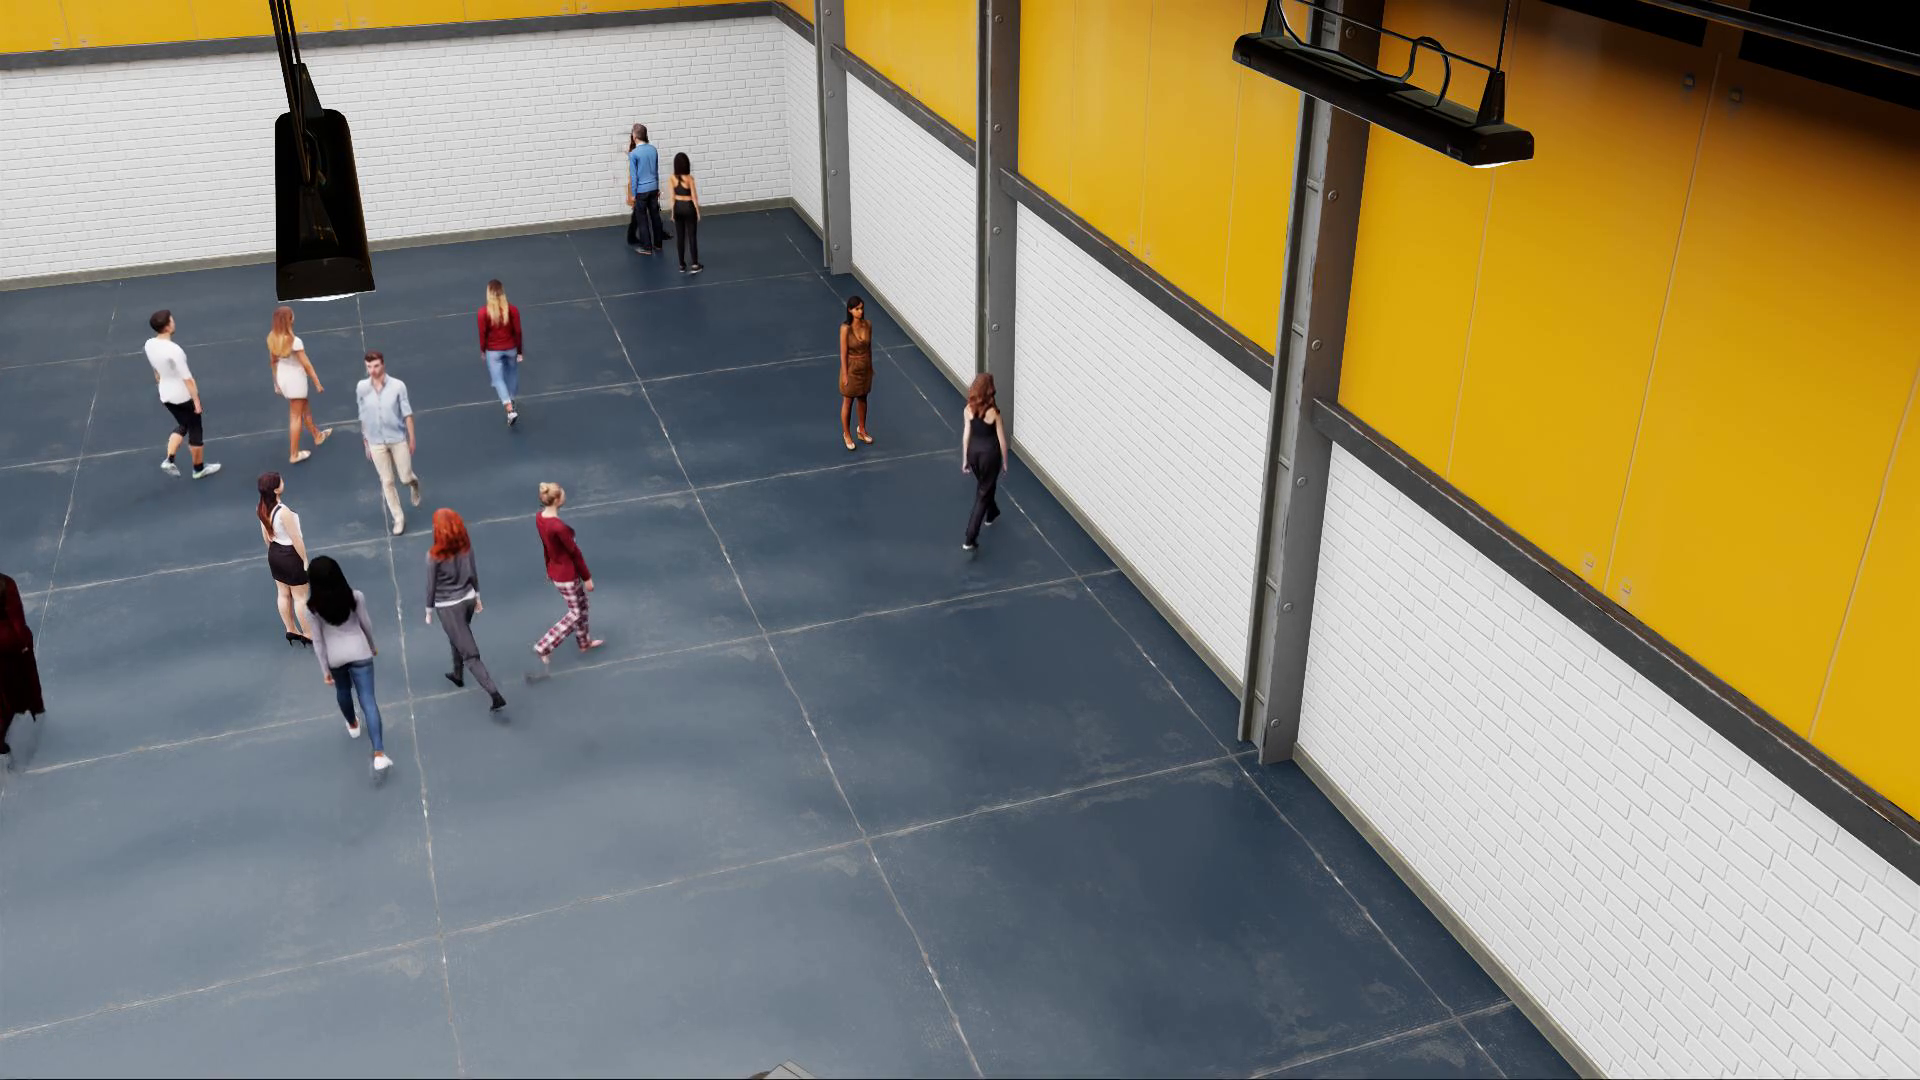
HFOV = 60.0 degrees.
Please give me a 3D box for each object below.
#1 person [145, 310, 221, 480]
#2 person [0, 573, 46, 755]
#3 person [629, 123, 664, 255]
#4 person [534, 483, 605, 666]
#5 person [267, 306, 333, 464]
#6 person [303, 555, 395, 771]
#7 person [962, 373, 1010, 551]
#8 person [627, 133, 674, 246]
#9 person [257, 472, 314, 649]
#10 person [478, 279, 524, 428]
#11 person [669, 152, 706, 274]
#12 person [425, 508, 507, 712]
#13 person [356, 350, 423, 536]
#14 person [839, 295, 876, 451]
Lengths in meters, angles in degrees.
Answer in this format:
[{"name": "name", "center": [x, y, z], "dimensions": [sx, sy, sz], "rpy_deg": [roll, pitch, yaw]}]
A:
[{"name": "person", "center": [-7.991, -1.426, 16.846], "dimensions": [0.941, 1.835, 0.997], "rpy_deg": [14, 32, 24]}, {"name": "person", "center": [-7.435, 0.847, 12.791], "dimensions": [0.669, 1.728, 1.030], "rpy_deg": [-9, 30, -17]}, {"name": "person", "center": [-4.409, -4.931, 23.289], "dimensions": [0.753, 1.819, 0.748], "rpy_deg": [21, 35, 33]}, {"name": "person", "center": [-3.333, 0.308, 13.826], "dimensions": [0.879, 1.684, 0.939], "rpy_deg": [-24, 37, -37]}, {"name": "person", "center": [-7.004, -1.583, 17.309], "dimensions": [0.949, 1.668, 1.006], "rpy_deg": [13, 31, 22]}, {"name": "person", "center": [-4.621, 0.960, 12.620], "dimensions": [0.612, 1.694, 1.166], "rpy_deg": [-9, 30, -16]}, {"name": "person", "center": [0.195, -0.701, 15.660], "dimensions": [1.133, 1.699, 1.160], "rpy_deg": [14, 32, 24]}, {"name": "person", "center": [-4.557, -4.970, 23.505], "dimensions": [0.854, 1.681, 0.879], "rpy_deg": [-11, 30, -19]}, {"name": "person", "center": [-5.714, 0.169, 14.118], "dimensions": [0.626, 1.649, 0.690], "rpy_deg": [13, 31, 23]}, {"name": "person", "center": [-4.997, -2.033, 18.195], "dimensions": [0.716, 1.610, 1.081], "rpy_deg": [-15, 32, -26]}, {"name": "person", "center": [-3.743, -4.455, 22.601], "dimensions": [0.628, 1.643, 0.637], "rpy_deg": [4, 29, 8]}, {"name": "person", "center": [-3.956, 0.593, 13.247], "dimensions": [1.207, 1.738, 0.996], "rpy_deg": [20, 34, 32]}, {"name": "person", "center": [-5.498, -0.990, 16.049], "dimensions": [0.775, 1.834, 0.945], "rpy_deg": [-3, 29, -5]}, {"name": "person", "center": [-1.102, -1.796, 17.678], "dimensions": [0.624, 1.690, 0.615], "rpy_deg": [-22, 36, -35]}]
